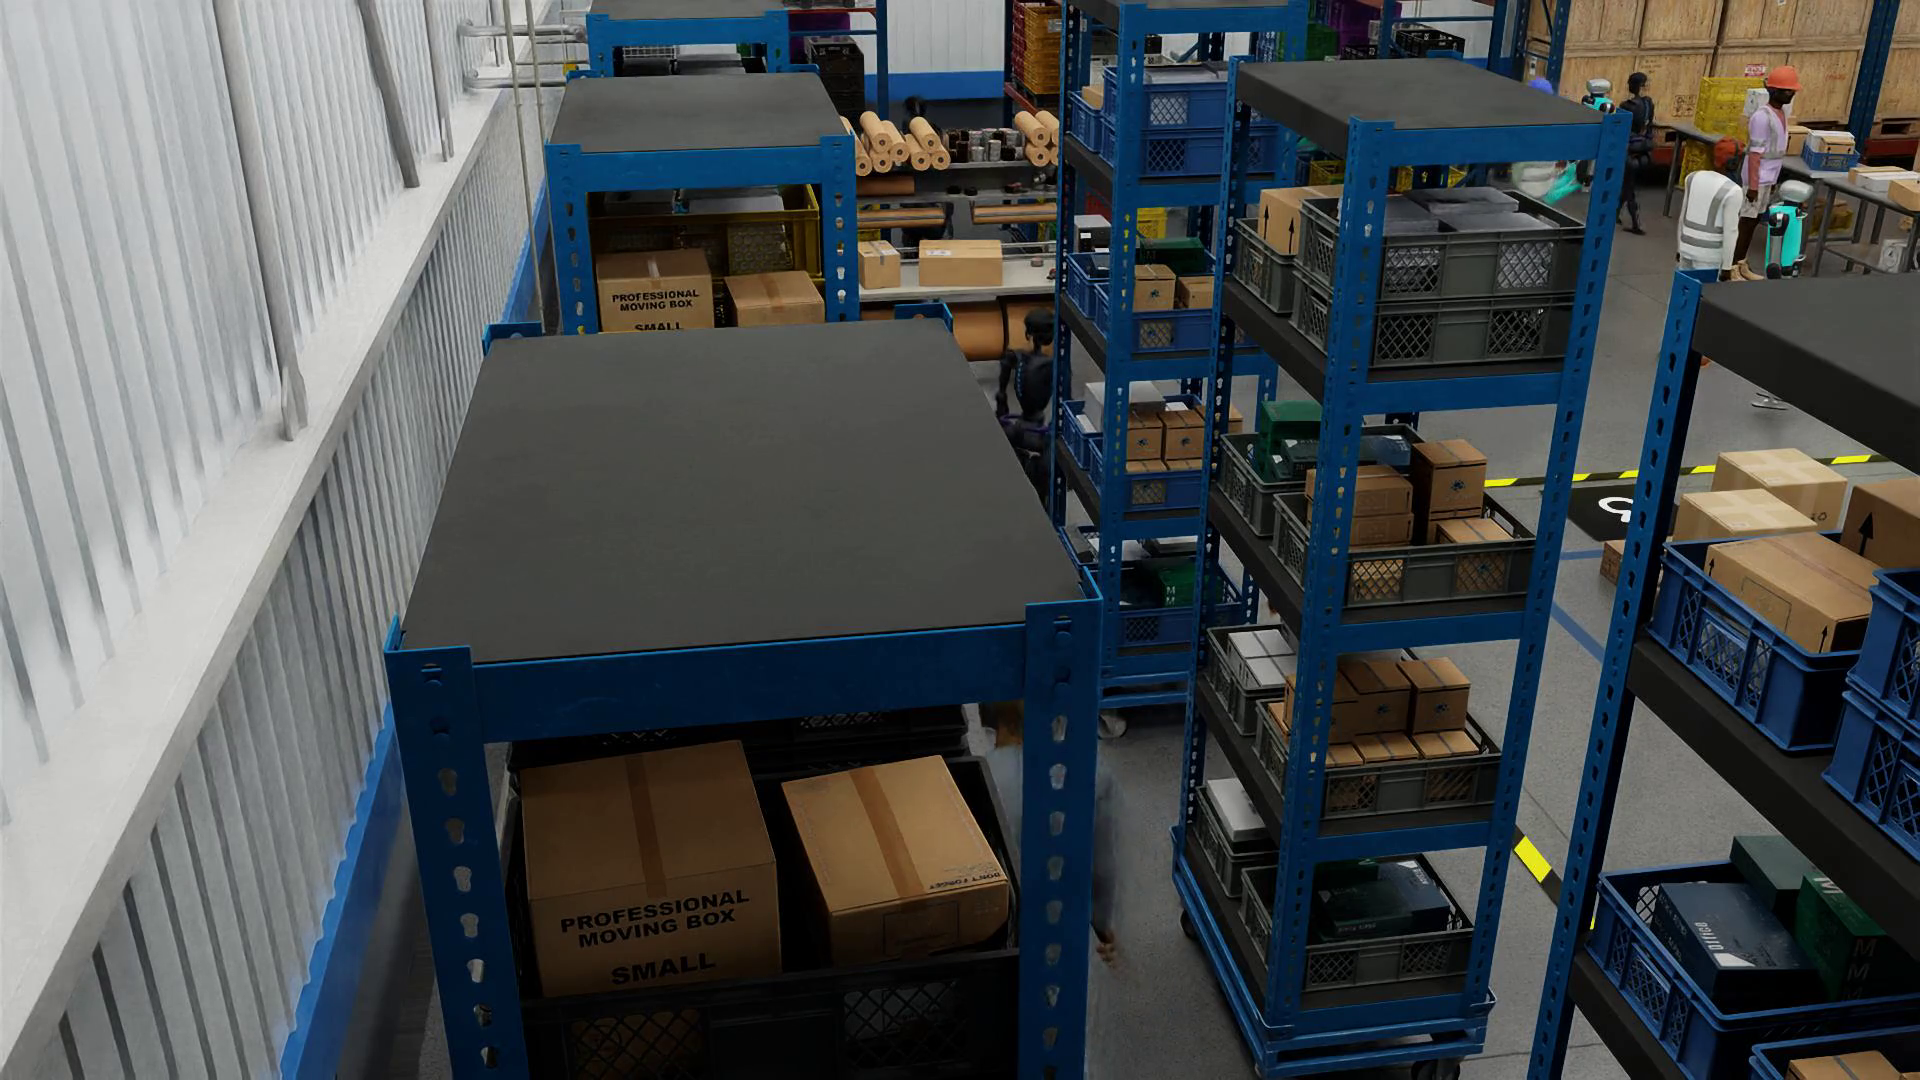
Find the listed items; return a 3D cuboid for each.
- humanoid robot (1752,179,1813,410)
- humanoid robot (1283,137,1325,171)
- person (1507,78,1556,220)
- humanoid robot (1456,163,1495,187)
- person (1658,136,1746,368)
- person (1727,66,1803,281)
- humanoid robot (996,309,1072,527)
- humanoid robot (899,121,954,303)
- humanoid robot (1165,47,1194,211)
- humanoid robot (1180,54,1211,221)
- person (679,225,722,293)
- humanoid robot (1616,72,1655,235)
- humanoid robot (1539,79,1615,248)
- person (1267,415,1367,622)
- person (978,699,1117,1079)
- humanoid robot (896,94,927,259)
[{"bbox_3d":[6.216,-1.768,12.219,0.735,1.681,0.533,17,30,33],"label":"humanoid robot"},{"bbox_3d":[3.815,-4.515,18.394,0.808,1.800,0.542,-1,25,-3],"label":"humanoid robot"},{"bbox_3d":[5.300,-3.324,15.527,0.615,1.931,0.450,-16,29,-31],"label":"person"},{"bbox_3d":[5.558,-4.097,17.542,0.573,1.639,0.602,21,32,38],"label":"humanoid robot"},{"bbox_3d":[5.987,-2.296,13.369,0.378,1.879,0.581,-9,26,-19],"label":"person"},{"bbox_3d":[7.486,-3.372,15.507,0.367,2.044,0.607,19,31,36],"label":"person"},{"bbox_3d":[0.381,-0.527,9.767,0.608,1.646,0.489,21,32,38],"label":"humanoid robot"},{"bbox_3d":[-0.322,-2.928,14.994,0.593,1.641,0.390,14,28,27],"label":"humanoid robot"},{"bbox_3d":[2.229,-4.458,18.136,0.688,1.728,0.541,-12,27,-24],"label":"humanoid robot"},{"bbox_3d":[2.540,-4.244,17.765,0.530,1.799,0.624,6,25,14],"label":"humanoid robot"},{"bbox_3d":[-1.867,-1.480,11.486,0.605,1.966,0.368,15,29,29],"label":"person"},{"bbox_3d":[7.035,-4.083,17.518,0.608,1.634,0.697,-14,28,-28],"label":"humanoid robot"},{"bbox_3d":[5.965,-3.681,16.433,0.736,1.695,0.531,-2,25,-3],"label":"humanoid robot"},{"bbox_3d":[1.745,0.209,7.956,0.587,1.848,0.396,-4,25,-8],"label":"person"},{"bbox_3d":[0.225,1.298,5.525,0.634,1.911,0.541,-10,27,-21],"label":"person"},{"bbox_3d":[-0.437,-3.501,16.206,0.315,1.657,0.599,9,26,20],"label":"humanoid robot"}]
